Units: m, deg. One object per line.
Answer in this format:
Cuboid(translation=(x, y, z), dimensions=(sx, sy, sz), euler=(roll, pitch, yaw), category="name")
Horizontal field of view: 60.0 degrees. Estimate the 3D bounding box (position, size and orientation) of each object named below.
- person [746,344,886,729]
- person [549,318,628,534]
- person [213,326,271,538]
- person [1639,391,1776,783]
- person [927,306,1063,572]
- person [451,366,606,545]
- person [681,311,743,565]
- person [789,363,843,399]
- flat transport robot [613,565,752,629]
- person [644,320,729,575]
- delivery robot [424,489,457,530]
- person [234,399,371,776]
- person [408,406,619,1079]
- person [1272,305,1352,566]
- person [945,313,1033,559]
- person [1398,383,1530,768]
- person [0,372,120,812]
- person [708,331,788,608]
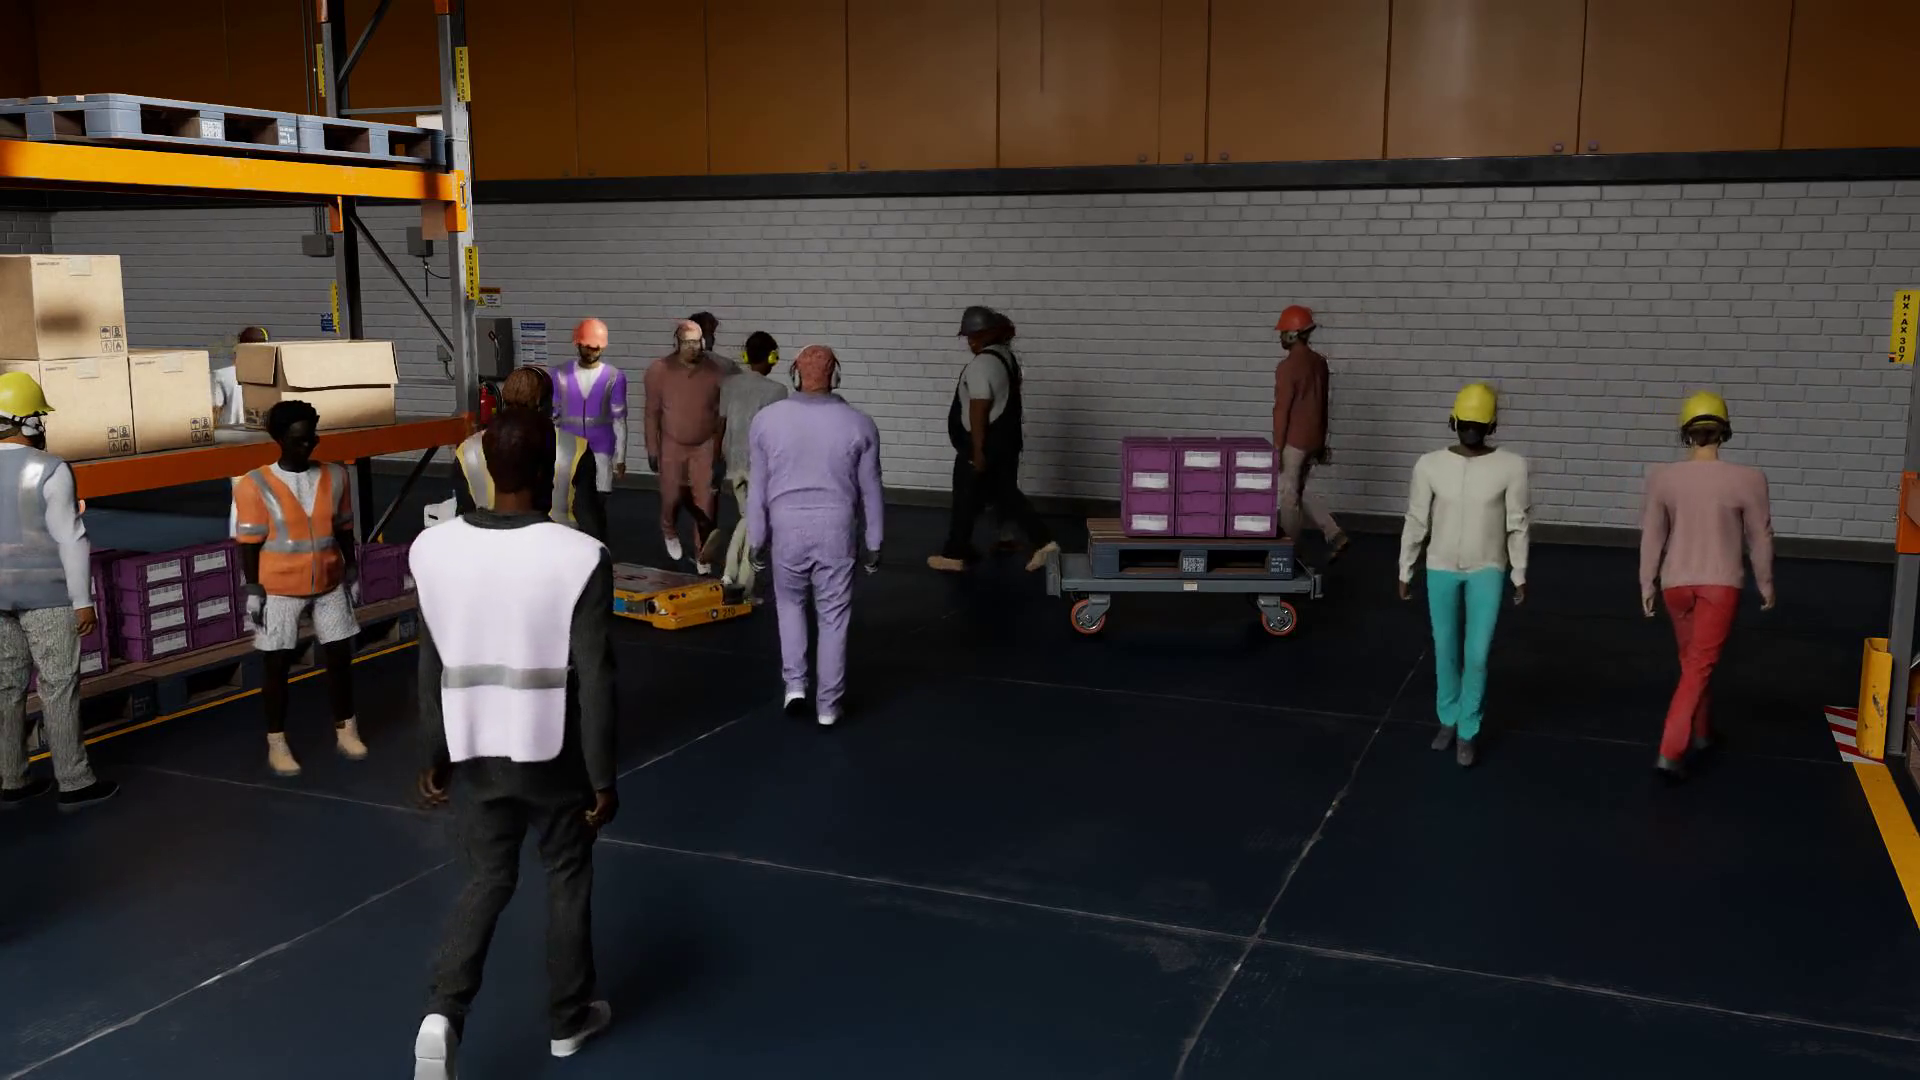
Cuboid(translation=(-0.700, -0.019, 8.207), dimensions=(0.680, 1.886, 0.475), euler=(0, 9, 1), category="person")
Cuboid(translation=(-2.694, -0.658, 12.086), dimensions=(0.585, 1.903, 0.658), euler=(-1, 9, -7), category="person")
Cuboid(translation=(-5.255, -0.655, 12.284), dimensions=(0.601, 1.836, 0.547), euler=(-3, 10, -18), category="person")
Cuboid(translation=(3.313, 0.194, 7.450), dimensions=(0.945, 1.717, 0.526), euler=(-9, 13, -43), category="person")
Cuboid(translation=(0.264, -0.762, 12.260), dimensions=(0.968, 2.000, 0.700), euler=(5, 11, 28), category="person")
Cuboid(translation=(-1.845, 0.169, 7.223), dimensions=(0.633, 1.841, 0.429), euler=(0, 9, 0), category="person")
Cuboid(translation=(-1.893, -0.743, 12.466), dimensions=(0.671, 1.933, 0.711), euler=(-6, 11, -33), category="person")
Cuboid(translation=(-1.063, -0.522, 12.079), dimensions=(0.527, 1.606, 0.363), euler=(-5, 11, -27), category="person")
Cuboid(translation=(-2.092, 0.348, 10.881), dimensions=(1.431, 0.197, 0.652), euler=(8, 12, 39), category="flat transport robot")
Cuboid(translation=(-2.038, -0.711, 12.461), dimensions=(0.661, 1.883, 0.796), euler=(-2, 10, -15), category="person")
Cuboid(translation=(-3.828, -0.148, 12.747), dimensions=(0.477, 0.478, 0.707), euler=(-8, 12, -39), category="delivery robot")
Cuboid(translation=(-2.950, 0.212, 7.446), dimensions=(0.548, 1.691, 0.320), euler=(-9, 13, -44), category="person")
Cuboid(translation=(-1.227, 0.585, 4.550), dimensions=(0.604, 1.893, 0.741), euler=(2, 10, 12), category="person")
Cuboid(translation=(2.517, -0.715, 12.157), dimensions=(0.557, 1.983, 0.620), euler=(7, 12, 38), category="person")
Cuboid(translation=(0.240, -0.814, 13.005), dimensions=(0.570, 1.917, 0.722), euler=(3, 10, 17), category="person")
Cuboid(translation=(2.277, 0.159, 7.578), dimensions=(0.561, 1.734, 0.668), euler=(5, 10, 26), category="person")
Cuboid(translation=(-3.860, 0.221, 6.926), dimensions=(0.586, 1.835, 0.403), euler=(2, 10, 10), category="person")
Cuboid(translation=(-1.371, -0.449, 10.963), dimensions=(0.552, 1.838, 0.453), euler=(4, 10, 24), category="person")
